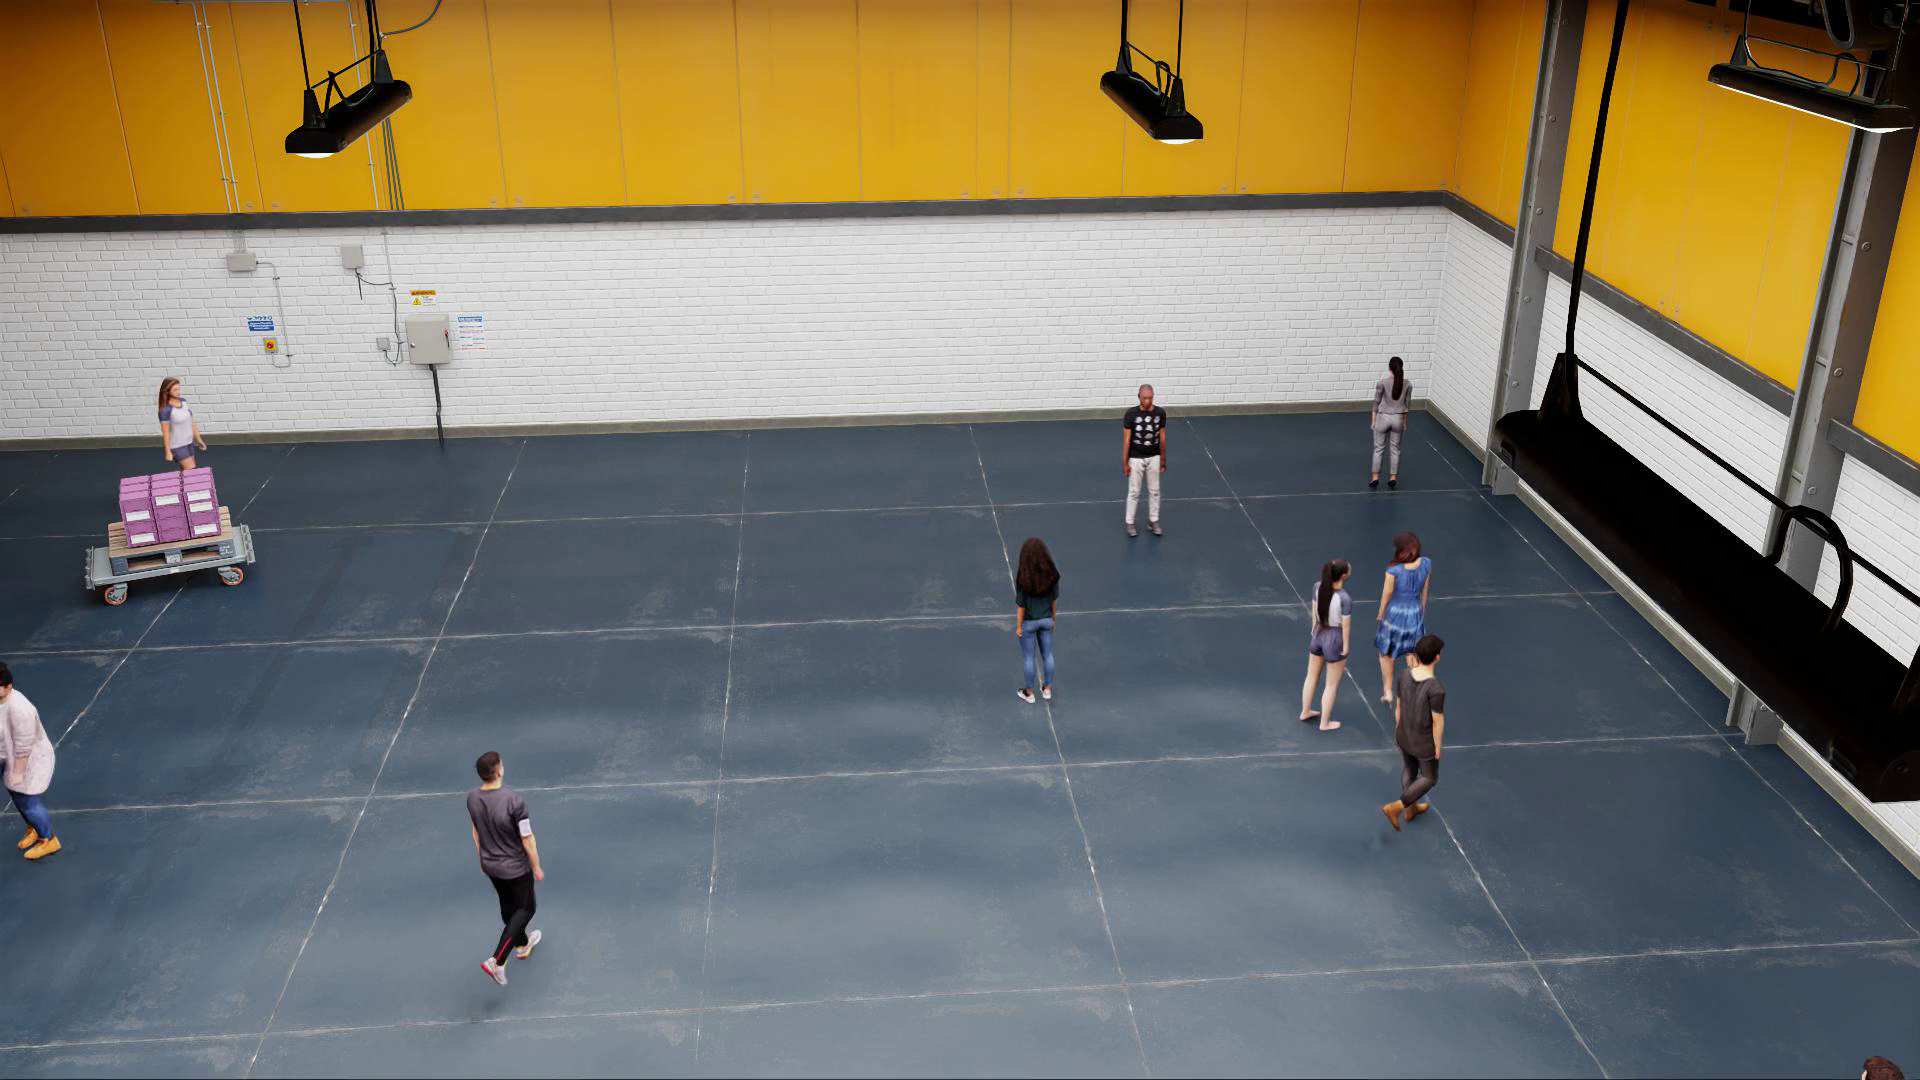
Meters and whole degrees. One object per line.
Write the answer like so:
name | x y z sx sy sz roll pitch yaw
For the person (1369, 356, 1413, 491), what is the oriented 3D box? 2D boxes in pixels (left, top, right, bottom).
person | 5.233 -1.421 20.275 0.601 1.675 0.566 -1 24 -3

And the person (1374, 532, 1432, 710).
person | 4.041 0.789 15.099 0.775 1.770 0.777 -6 24 -14

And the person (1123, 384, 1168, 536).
person | 2.102 -0.929 18.996 0.664 1.797 0.590 -4 24 -9

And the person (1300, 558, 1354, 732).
person | 3.297 0.929 14.938 0.727 1.644 0.607 -15 28 -31

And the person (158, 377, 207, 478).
person | -9.198 -1.094 19.477 0.703 1.714 0.589 4 24 8

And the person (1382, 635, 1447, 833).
person | 3.661 1.578 13.382 0.905 1.701 0.915 -14 27 -29

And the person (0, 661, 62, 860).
person | -7.301 1.705 13.065 0.900 1.722 0.830 -17 29 -34

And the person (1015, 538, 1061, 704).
person | 0.707 0.741 15.404 0.653 1.614 0.659 -8 25 -17

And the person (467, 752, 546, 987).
person | -3.207 2.313 11.642 0.913 1.747 1.094 8 25 19
